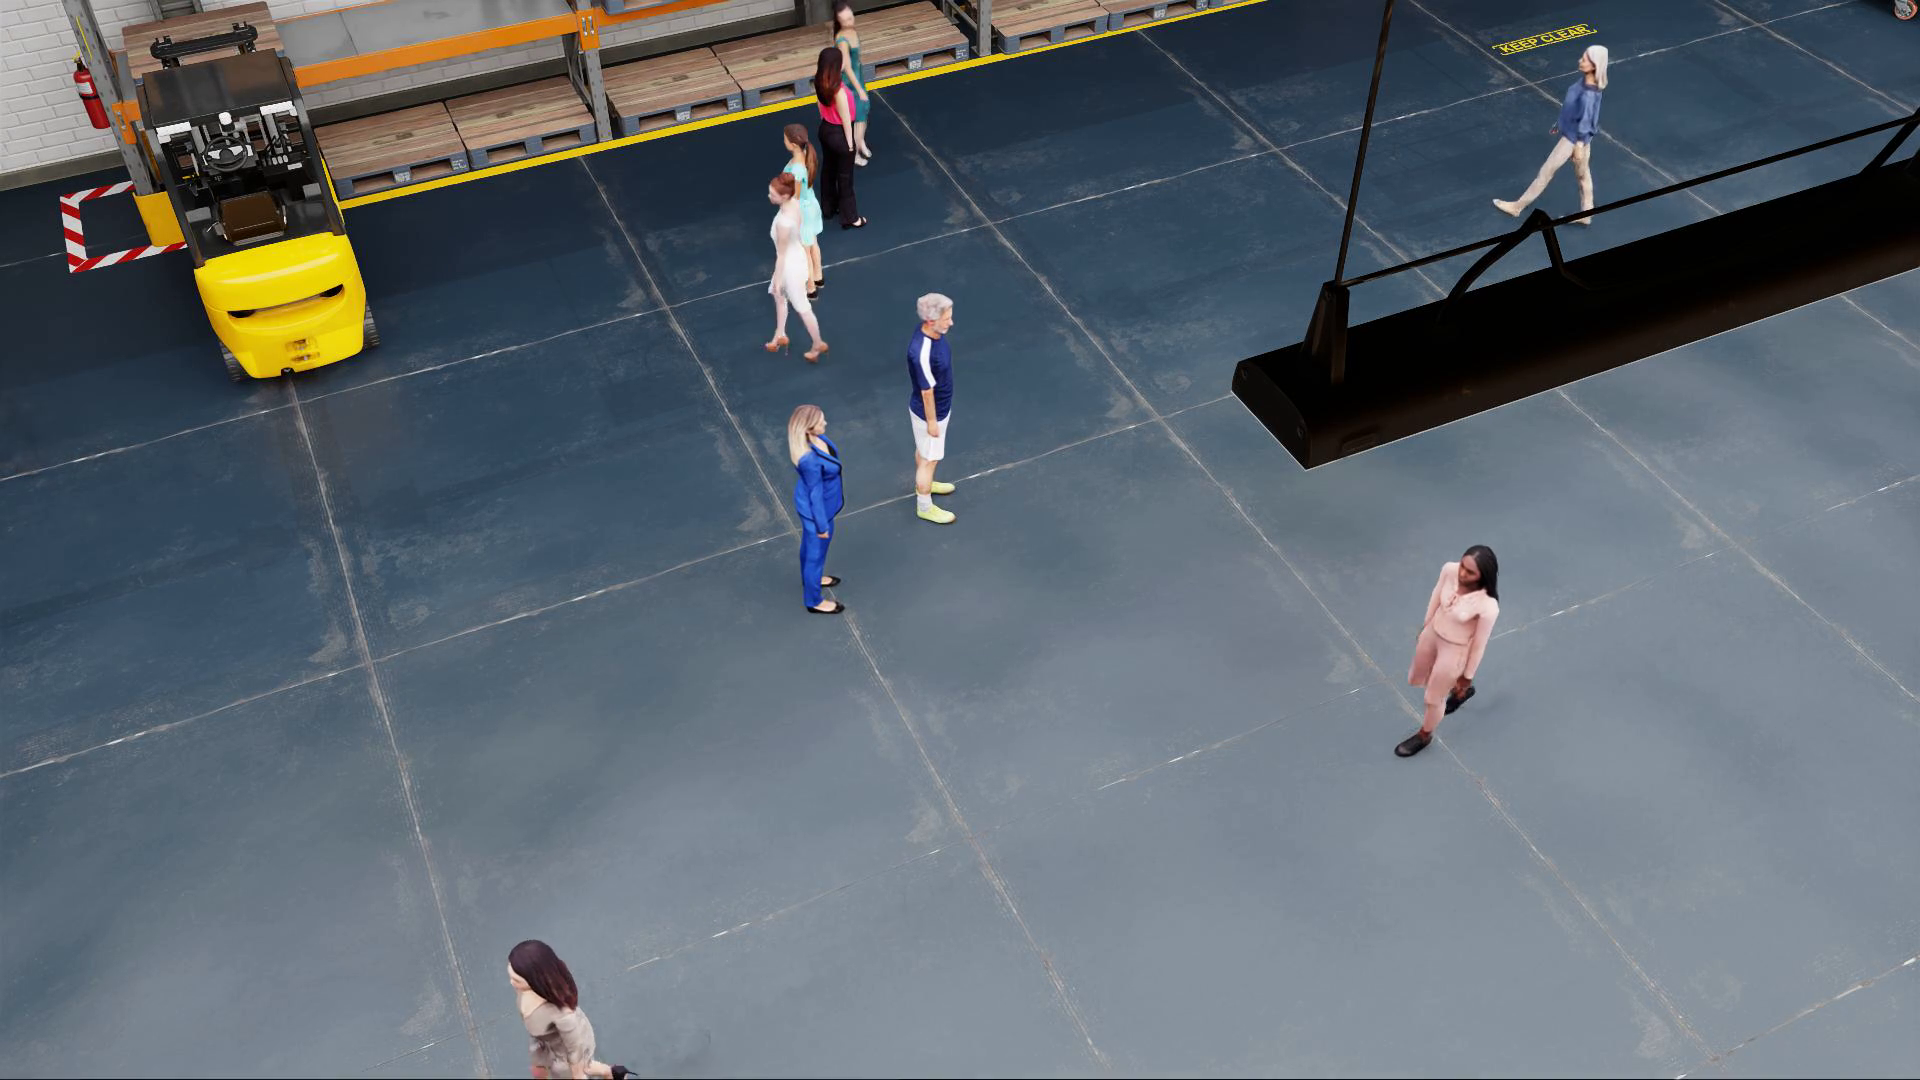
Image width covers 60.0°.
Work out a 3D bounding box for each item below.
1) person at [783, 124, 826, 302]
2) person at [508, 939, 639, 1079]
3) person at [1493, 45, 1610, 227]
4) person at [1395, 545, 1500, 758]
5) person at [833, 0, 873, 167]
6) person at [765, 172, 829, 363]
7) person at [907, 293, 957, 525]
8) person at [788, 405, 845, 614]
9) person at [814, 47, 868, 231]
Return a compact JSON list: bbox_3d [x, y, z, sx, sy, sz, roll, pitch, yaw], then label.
[{"bbox_3d":[-1.276,-2.671,13.506,0.685,1.558,0.637,10,44,10],"label":"person"},{"bbox_3d":[-1.844,2.396,8.062,0.748,1.731,0.671,-24,49,-23],"label":"person"},{"bbox_3d":[5.353,-3.404,14.204,1.102,1.657,1.081,17,46,18],"label":"person"},{"bbox_3d":[2.981,0.630,9.933,0.813,1.708,0.616,-18,47,-18],"label":"person"},{"bbox_3d":[-1.027,-4.044,14.869,0.721,1.667,0.730,-4,44,-4],"label":"person"},{"bbox_3d":[-1.176,-2.026,12.675,0.882,1.771,0.798,6,44,6],"label":"person"},{"bbox_3d":[-0.207,-0.932,11.483,0.704,1.832,0.717,1,44,1],"label":"person"},{"bbox_3d":[-0.953,-0.211,10.822,0.623,1.699,0.661,-7,44,-8],"label":"person"},{"bbox_3d":[-1.047,-3.450,14.250,0.586,1.660,0.621,-28,50,-26],"label":"person"}]
